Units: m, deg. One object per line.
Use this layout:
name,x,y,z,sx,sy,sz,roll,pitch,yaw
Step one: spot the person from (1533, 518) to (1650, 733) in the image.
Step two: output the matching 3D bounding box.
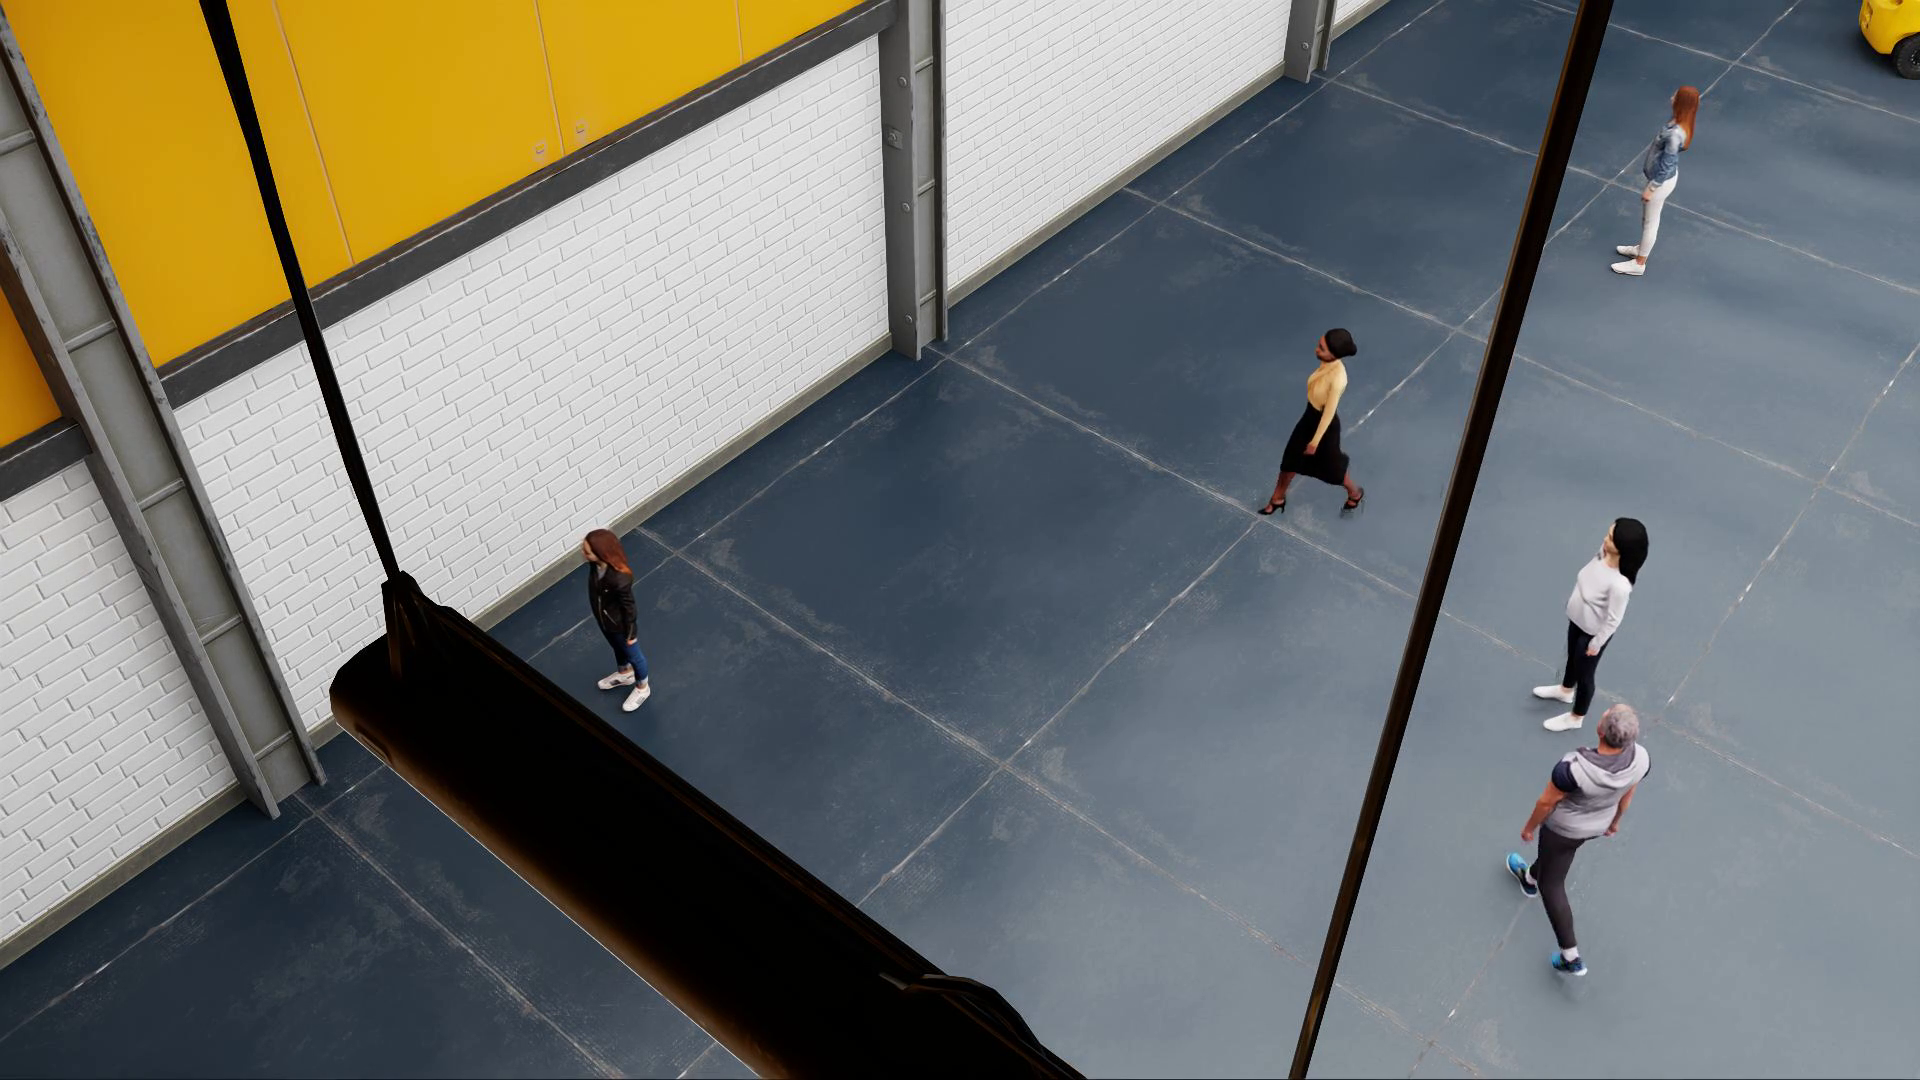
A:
person,3.894,0.511,10.207,0.766,1.700,0.681,1,44,2

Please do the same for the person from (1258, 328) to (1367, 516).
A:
person,2.596,-0.756,11.595,1.068,1.619,0.977,-6,44,-6

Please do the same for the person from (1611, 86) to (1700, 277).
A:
person,5.866,-3.004,13.894,0.724,1.703,0.551,18,46,18

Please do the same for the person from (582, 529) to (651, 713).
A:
person,-2.150,0.462,10.415,0.541,1.483,0.589,-32,52,-29

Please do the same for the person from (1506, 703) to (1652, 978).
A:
person,3.361,1.610,8.981,1.205,1.799,1.158,-11,45,-12
